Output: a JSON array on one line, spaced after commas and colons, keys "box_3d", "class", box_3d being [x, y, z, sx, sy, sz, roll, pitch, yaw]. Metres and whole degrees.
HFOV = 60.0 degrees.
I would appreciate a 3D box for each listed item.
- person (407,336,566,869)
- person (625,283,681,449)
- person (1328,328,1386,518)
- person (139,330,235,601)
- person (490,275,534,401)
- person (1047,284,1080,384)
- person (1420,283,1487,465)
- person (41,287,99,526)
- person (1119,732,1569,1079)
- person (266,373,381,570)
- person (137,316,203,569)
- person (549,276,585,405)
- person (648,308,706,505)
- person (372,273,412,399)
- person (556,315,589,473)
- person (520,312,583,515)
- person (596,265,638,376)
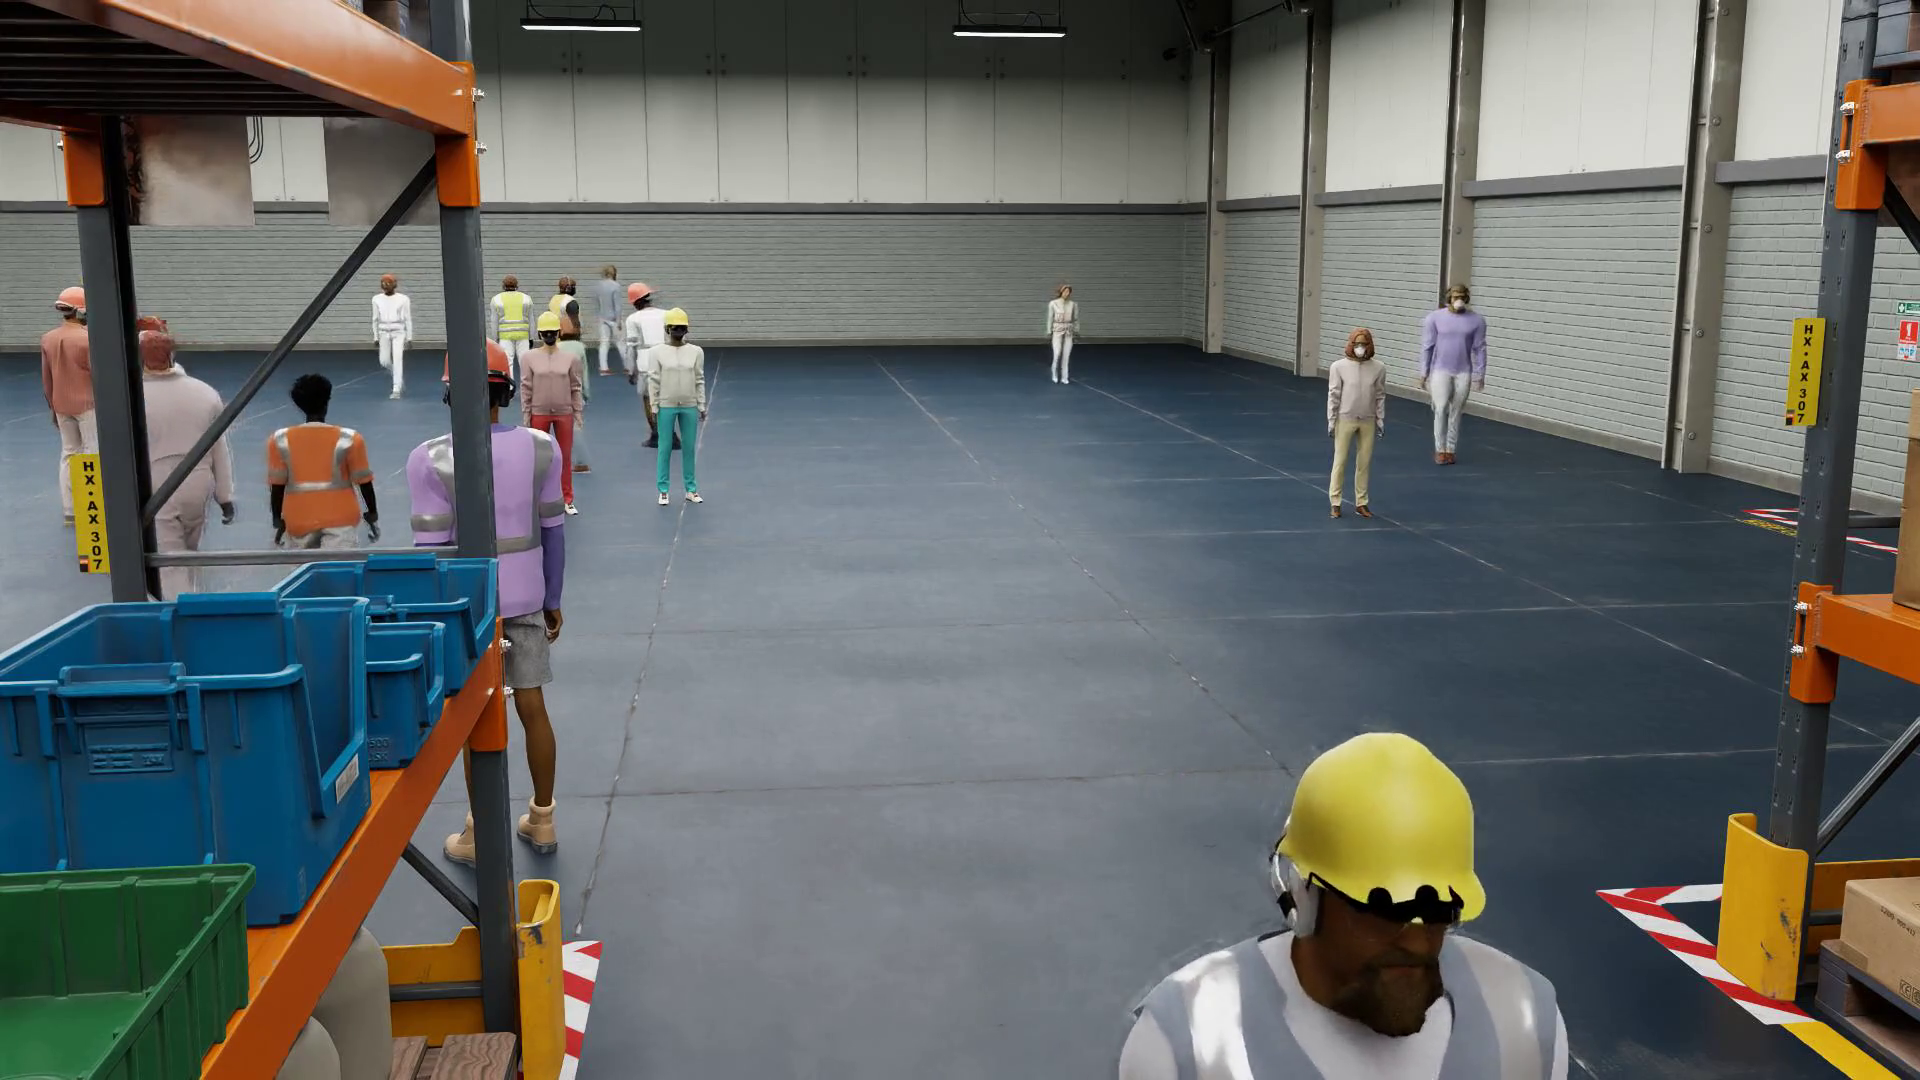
[{"box_3d": [-1.801, 0.238, 6.363, 0.608, 2.044, 0.370, -9, 14, -40], "class": "person"}, {"box_3d": [-3.455, -1.963, 18.876, 0.633, 1.887, 0.611, -4, 11, -23], "class": "person"}, {"box_3d": [3.400, -0.998, 14.263, 0.507, 1.631, 0.276, -1, 10, -5], "class": "person"}, {"box_3d": [-4.576, -0.248, 9.468, 0.864, 1.872, 0.680, 8, 13, 37], "class": "person"}, {"box_3d": [-6.589, -2.973, 24.518, 0.623, 1.845, 0.430, -4, 11, -22], "class": "person"}, {"box_3d": [1.701, -3.363, 27.207, 0.547, 1.625, 0.360, -3, 11, -17], "class": "person"}, {"box_3d": [5.204, -1.730, 17.483, 0.662, 1.917, 0.698, 1, 10, 7], "class": "person"}, {"box_3d": [-7.290, -1.098, 13.823, 0.622, 1.990, 0.402, 3, 11, 18], "class": "person"}, {"box_3d": [0.506, 1.118, 2.170, 0.599, 1.818, 0.418, -2, 11, -11], "class": "person"}, {"box_3d": [-3.530, -0.106, 9.299, 0.553, 1.643, 0.884, -1, 10, -6], "class": "person"}, {"box_3d": [-5.524, -0.636, 11.671, 0.584, 1.854, 0.808, 5, 11, 25], "class": "person"}, {"box_3d": [-5.599, -2.840, 23.793, 0.429, 1.839, 0.634, -10, 14, -42], "class": "person"}, {"box_3d": [-2.545, -1.201, 15.003, 0.522, 1.772, 0.303, -5, 11, -25], "class": "person"}, {"box_3d": [-8.491, -3.059, 24.936, 0.581, 1.870, 0.649, 0, 10, 1], "class": "person"}, {"box_3d": [-4.114, -1.495, 17.055, 0.801, 1.592, 0.523, 6, 12, 28], "class": "person"}, {"box_3d": [-3.516, -1.081, 14.351, 0.524, 1.769, 0.326, -4, 11, -19], "class": "person"}, {"box_3d": [-5.996, -3.821, 28.970, 0.657, 1.907, 0.825, 8, 13, 36], "class": "person"}]
